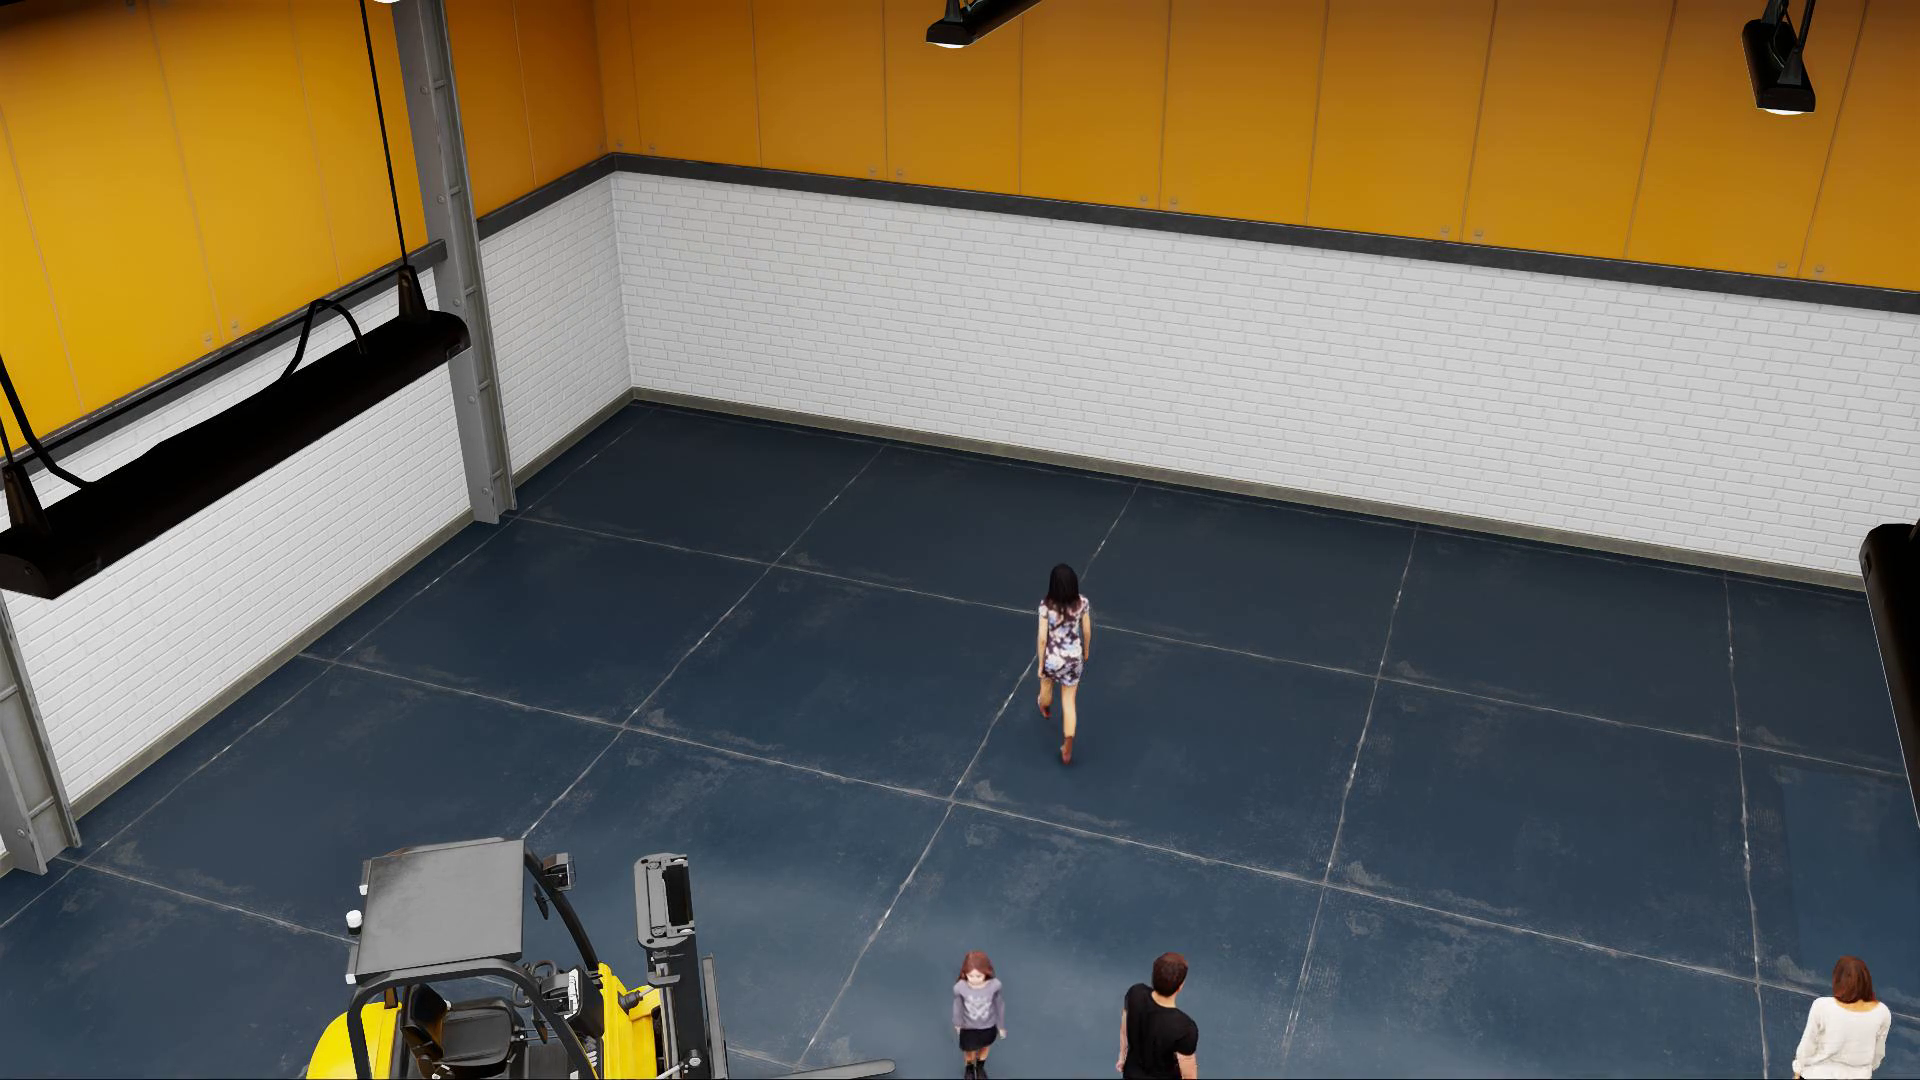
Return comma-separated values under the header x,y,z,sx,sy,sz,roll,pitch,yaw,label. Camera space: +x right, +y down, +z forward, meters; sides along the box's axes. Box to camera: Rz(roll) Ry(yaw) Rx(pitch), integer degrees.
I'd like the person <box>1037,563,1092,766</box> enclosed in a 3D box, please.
x,y,z,sx,sy,sz,roll,pitch,yaw,label
0.845,1.040,13.523,0.967,1.687,1.203,-4,29,-7,person

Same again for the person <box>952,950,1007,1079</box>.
x,y,z,sx,sy,sz,roll,pitch,yaw,label
0.109,2.999,10.554,0.562,1.092,0.605,-6,29,-11,person

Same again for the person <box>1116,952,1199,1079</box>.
x,y,z,sx,sy,sz,roll,pitch,yaw,label
1.049,3.123,9.531,0.859,1.854,0.925,25,37,38,person

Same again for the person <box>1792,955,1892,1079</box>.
x,y,z,sx,sy,sz,roll,pitch,yaw,label
5.089,3.179,9.645,0.605,1.646,1.020,11,30,19,person
